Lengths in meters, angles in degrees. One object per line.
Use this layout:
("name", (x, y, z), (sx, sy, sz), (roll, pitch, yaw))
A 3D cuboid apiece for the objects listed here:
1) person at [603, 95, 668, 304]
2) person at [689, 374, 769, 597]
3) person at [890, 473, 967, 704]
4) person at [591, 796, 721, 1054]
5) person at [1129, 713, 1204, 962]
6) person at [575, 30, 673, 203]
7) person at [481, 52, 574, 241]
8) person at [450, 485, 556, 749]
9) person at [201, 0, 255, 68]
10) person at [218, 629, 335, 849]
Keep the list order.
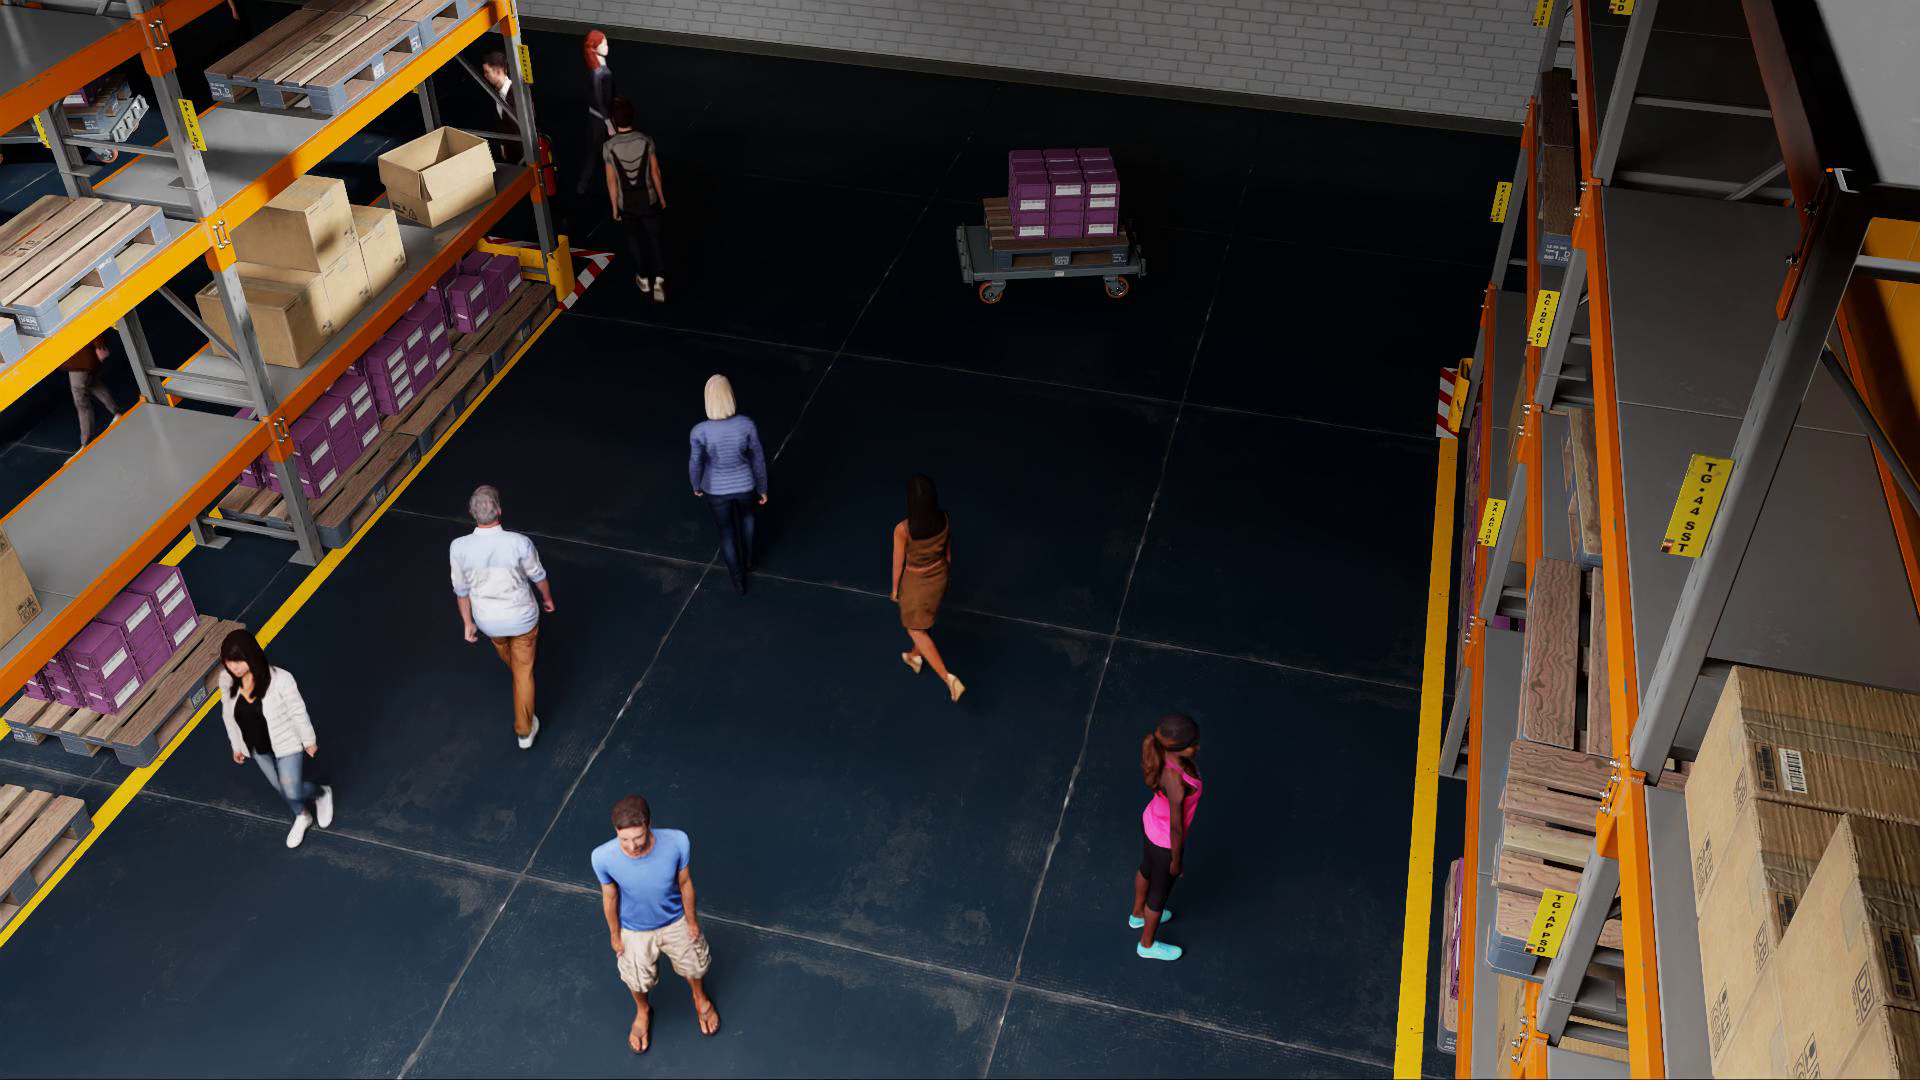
("person", (-2.807, -2.920, 14.530), (0.969, 1.872, 1.130), (-10, 40, -13))
("person", (-1.559, -0.320, 11.390), (0.830, 1.727, 0.878), (-10, 40, -12))
("person", (-0.192, 0.349, 10.605), (0.998, 1.662, 0.990), (-26, 45, -28))
("person", (-1.564, 1.919, 8.486), (0.773, 1.852, 0.793), (-11, 40, -13))
("person", (1.100, 1.588, 9.004), (0.686, 1.724, 0.578), (-3, 39, -4))
("person", (-3.501, -4.009, 16.021), (0.861, 1.714, 1.152), (-1, 39, -1))
("person", (-4.023, -3.634, 15.455), (0.911, 1.833, 0.933), (23, 44, 26))
("person", (-2.815, 0.520, 10.293), (0.902, 1.784, 1.209), (0, 39, -1))
("person", (-8.211, -5.959, 18.535), (0.990, 1.622, 0.993), (-15, 41, -18))
("person", (-3.966, 1.103, 9.689), (0.650, 1.626, 0.663), (5, 39, 7))
